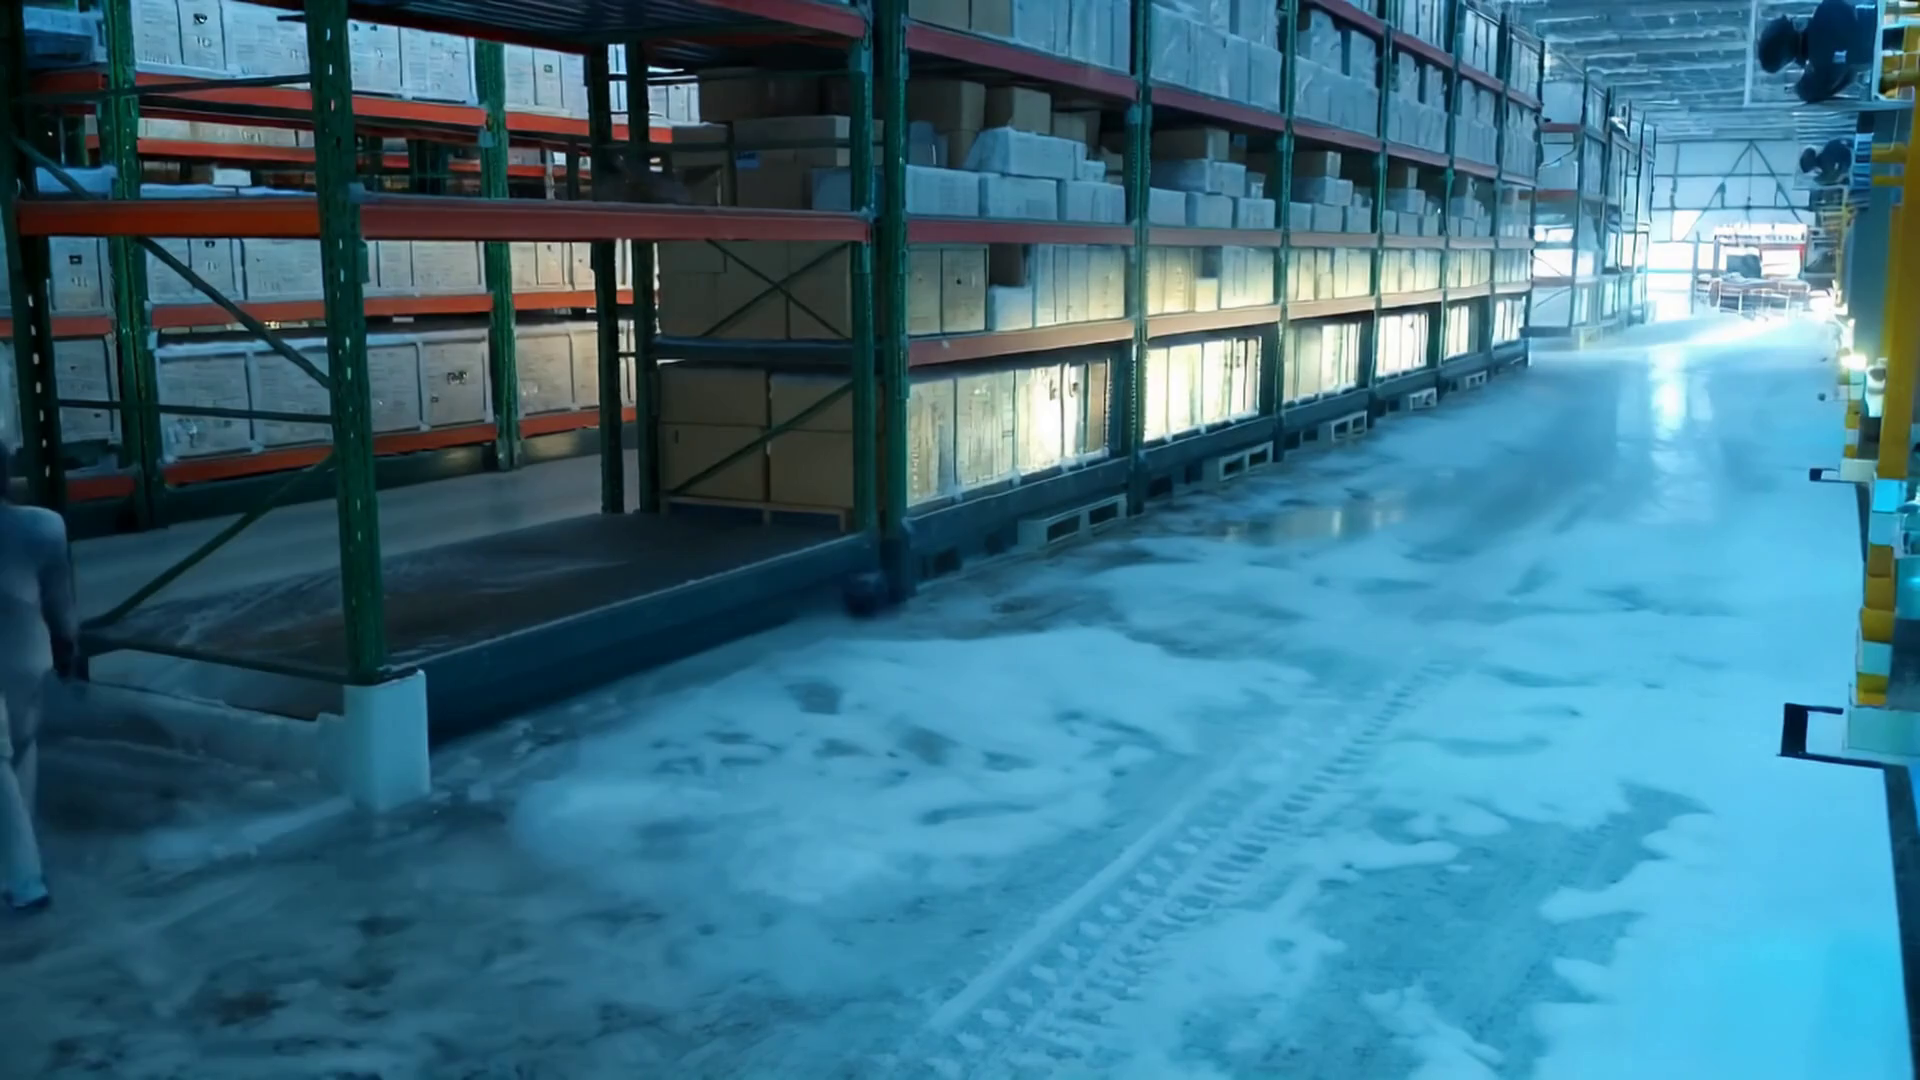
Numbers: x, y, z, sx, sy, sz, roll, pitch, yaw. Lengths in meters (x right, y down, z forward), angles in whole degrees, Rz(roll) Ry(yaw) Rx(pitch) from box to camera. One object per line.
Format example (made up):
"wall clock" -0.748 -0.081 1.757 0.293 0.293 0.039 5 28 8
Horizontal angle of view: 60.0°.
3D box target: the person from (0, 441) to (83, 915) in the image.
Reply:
"person" -3.239 0.426 5.582 0.839 1.599 0.525 9 13 43

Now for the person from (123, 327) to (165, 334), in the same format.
"person" -8.122 -1.528 16.509 0.580 1.739 0.387 -2 10 -10
